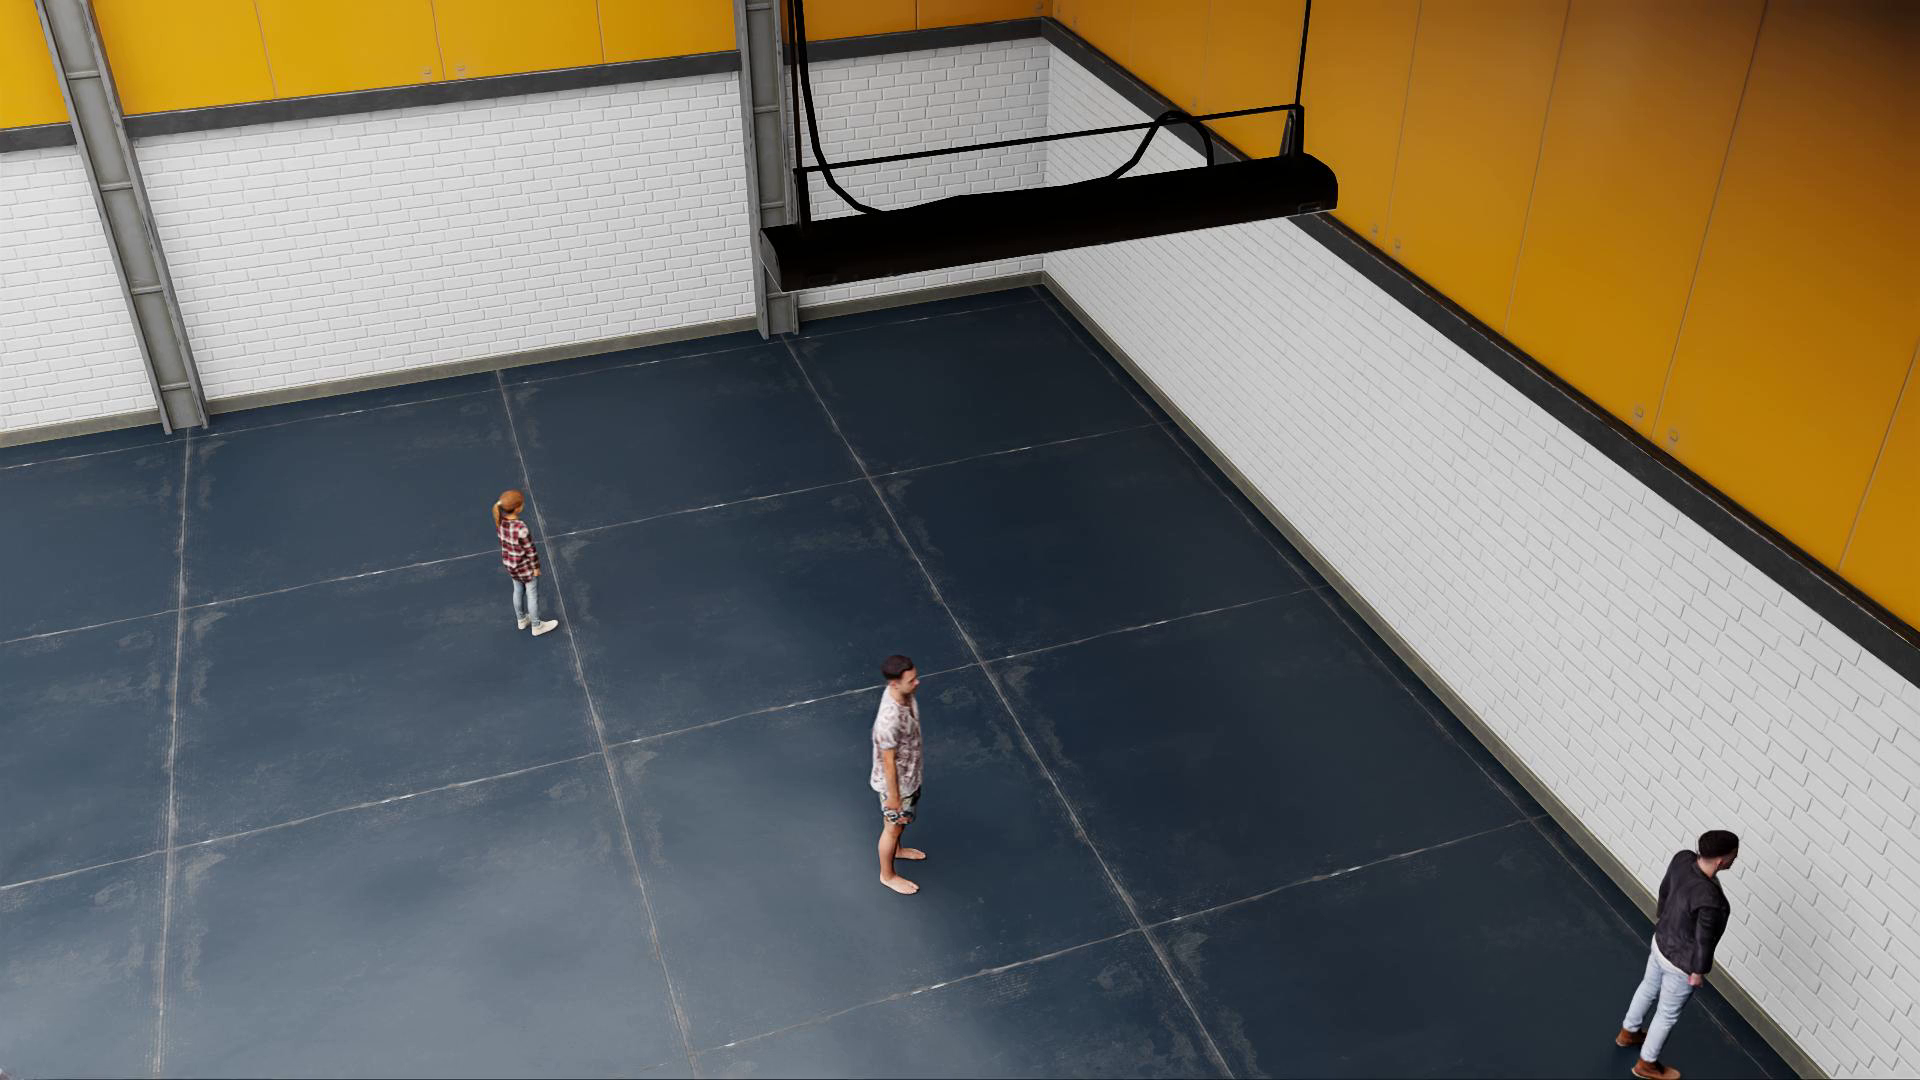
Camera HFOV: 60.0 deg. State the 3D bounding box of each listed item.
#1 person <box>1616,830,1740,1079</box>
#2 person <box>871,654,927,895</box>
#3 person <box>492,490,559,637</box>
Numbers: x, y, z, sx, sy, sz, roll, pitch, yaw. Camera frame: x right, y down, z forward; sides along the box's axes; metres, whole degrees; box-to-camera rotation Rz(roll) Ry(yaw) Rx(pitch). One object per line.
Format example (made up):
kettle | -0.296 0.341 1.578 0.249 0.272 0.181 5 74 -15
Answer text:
person | 4.097 2.341 9.492 0.641 1.836 0.713 -2 34 -3
person | -0.411 1.478 10.811 0.735 1.814 0.752 5 34 7
person | -3.496 0.175 13.230 0.621 1.307 0.662 23 40 30
